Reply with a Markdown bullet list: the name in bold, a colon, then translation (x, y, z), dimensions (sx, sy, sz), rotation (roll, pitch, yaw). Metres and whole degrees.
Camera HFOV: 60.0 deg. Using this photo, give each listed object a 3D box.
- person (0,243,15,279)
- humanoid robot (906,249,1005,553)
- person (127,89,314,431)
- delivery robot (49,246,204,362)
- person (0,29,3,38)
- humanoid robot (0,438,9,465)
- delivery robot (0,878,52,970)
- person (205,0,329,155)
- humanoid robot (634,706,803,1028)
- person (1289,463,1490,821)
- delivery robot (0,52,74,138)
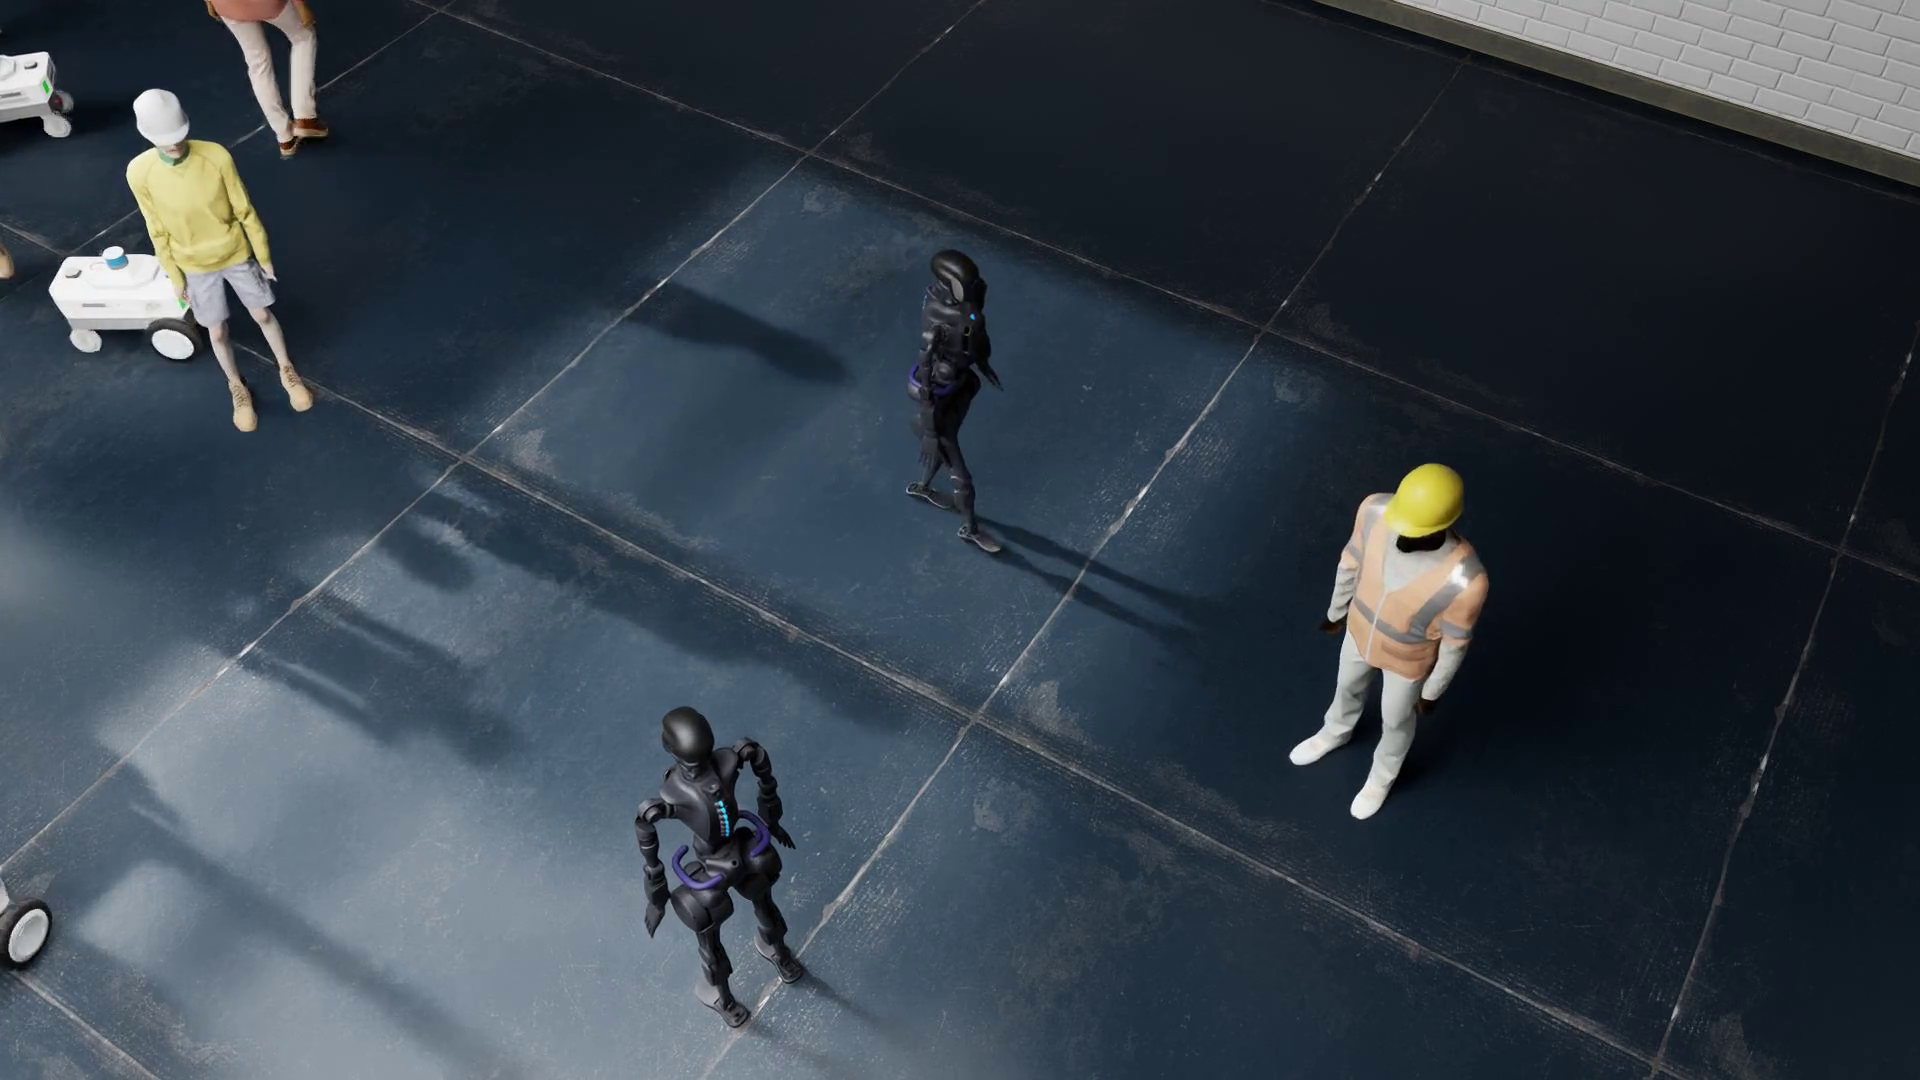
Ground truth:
- **person**: translation (-5.390, -1.895, 8.446), dimensions (0.663, 1.812, 0.464), rotation (-19, 52, -16)
- **humanoid robot**: translation (0.000, -0.655, 7.462), dimensions (0.617, 1.641, 0.597), rotation (22, 53, 18)
- **person**: translation (-3.538, -1.343, 7.925), dimensions (0.492, 1.886, 0.412), rotation (-20, 52, -17)
- **delivery robot**: translation (-4.306, -1.272, 8.749), dimensions (0.789, 0.612, 0.499), rotation (0, 49, 0)
- **person**: translation (-6.607, -3.678, 9.942), dimensions (0.606, 1.923, 0.862), rotation (34, 57, 26)
- **humanoid robot**: translation (-4.847, -0.932, 7.677), dimensions (0.734, 1.813, 0.552), rotation (36, 58, 27)
- **delivery robot**: translation (-3.900, 1.564, 6.257), dimensions (0.499, 0.592, 0.791), rotation (12, 50, 10)
- **person**: translation (-3.981, -3.088, 9.380), dimensions (0.646, 1.975, 0.454), rotation (0, 49, 0)
- **humanoid robot**: translation (-0.847, 1.156, 5.869), dimensions (0.613, 1.648, 0.330), rotation (-34, 57, -26)
- **person**: translation (1.642, 0.390, 6.381), dimensions (0.390, 1.920, 0.591), rotation (-31, 56, -24)
- **delivery robot**: translation (-5.787, -2.648, 9.952), dimensions (0.816, 0.613, 0.499), rotation (-13, 50, -11)
